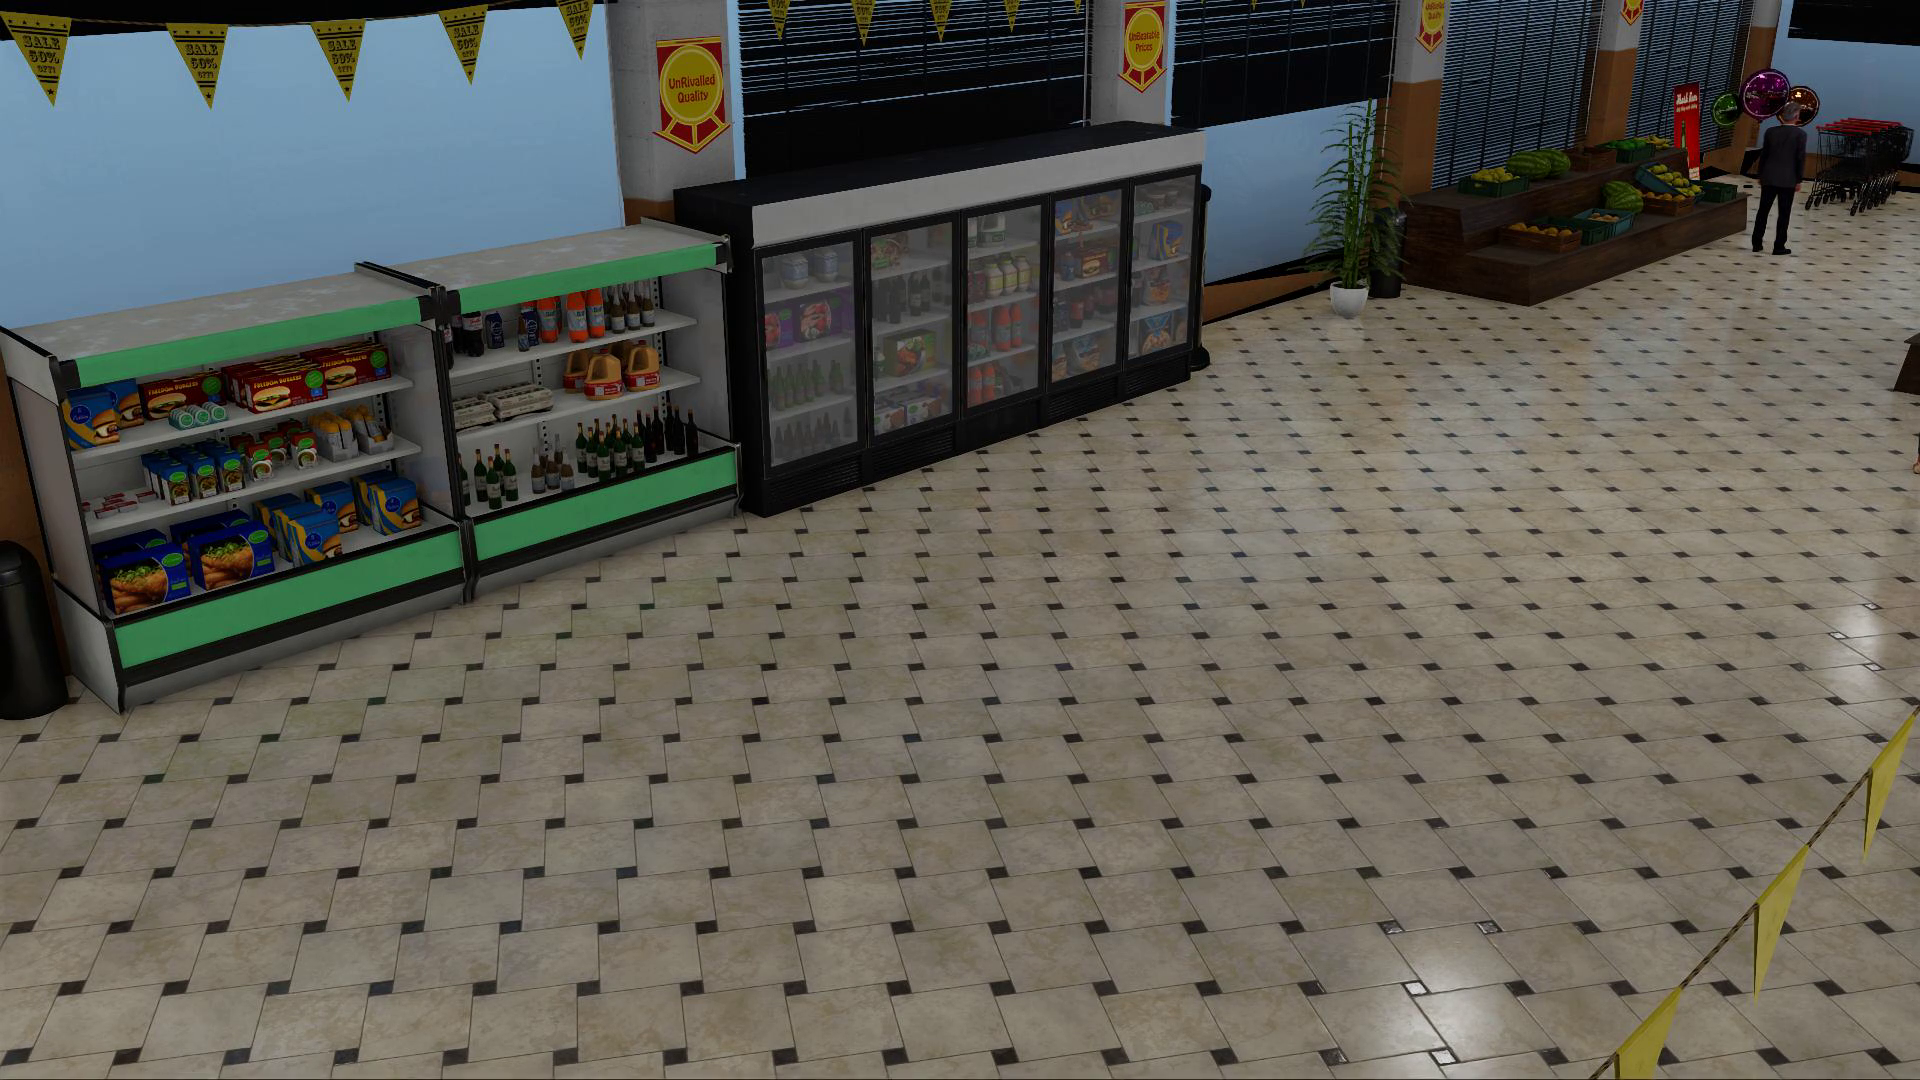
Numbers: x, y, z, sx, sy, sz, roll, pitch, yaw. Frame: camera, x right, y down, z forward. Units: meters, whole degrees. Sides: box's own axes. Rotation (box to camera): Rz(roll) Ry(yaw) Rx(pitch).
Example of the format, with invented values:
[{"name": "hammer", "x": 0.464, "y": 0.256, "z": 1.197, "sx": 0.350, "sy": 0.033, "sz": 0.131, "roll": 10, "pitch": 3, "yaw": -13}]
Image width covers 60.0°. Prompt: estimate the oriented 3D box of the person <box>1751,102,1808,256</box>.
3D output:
[{"name": "person", "x": 10.121, "y": -4.467, "z": 20.520, "sx": 0.613, "sy": 1.842, "sz": 0.726, "roll": -18, "pitch": 28, "yaw": -37}]
